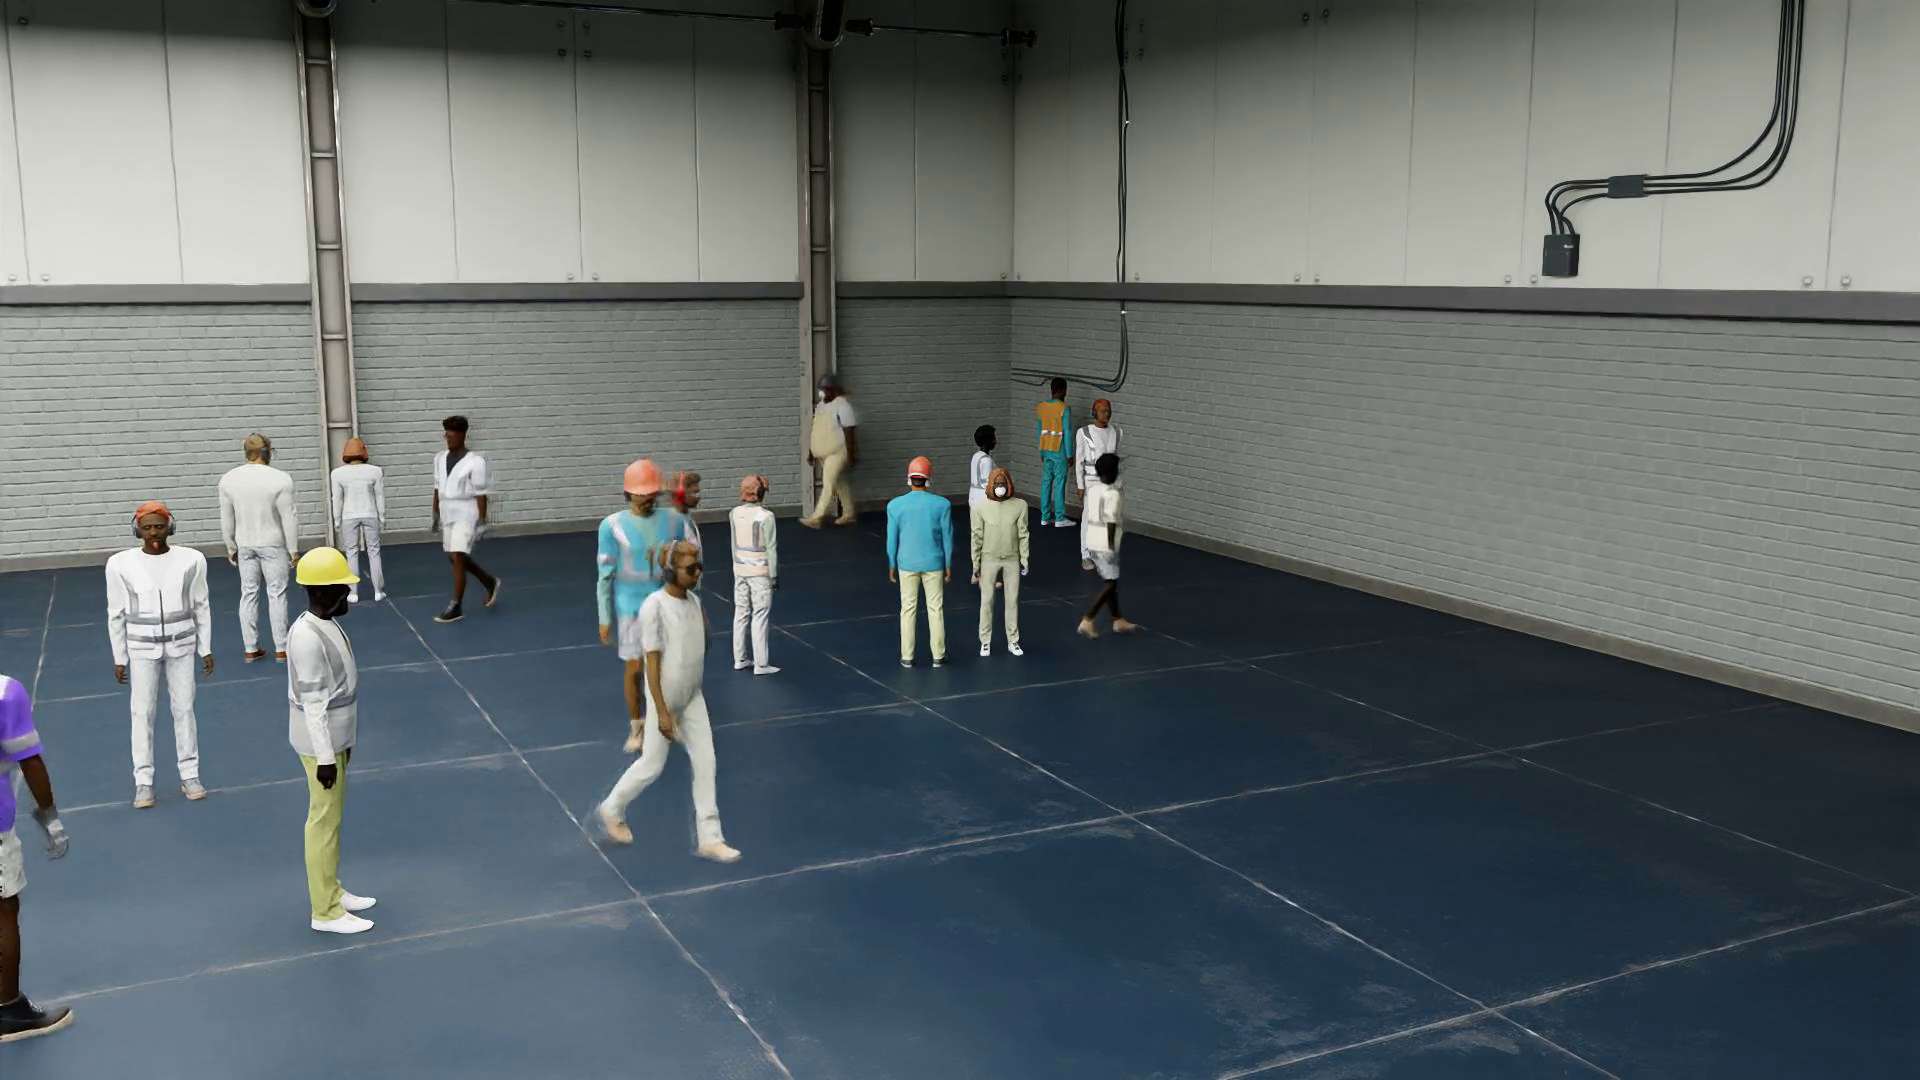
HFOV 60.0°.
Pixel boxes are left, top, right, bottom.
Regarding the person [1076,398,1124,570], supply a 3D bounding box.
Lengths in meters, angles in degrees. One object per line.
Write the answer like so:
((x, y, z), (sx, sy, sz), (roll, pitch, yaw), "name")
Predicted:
((1.544, -0.617, 18.312), (0.576, 1.884, 0.354), (-4, 10, -23), "person")

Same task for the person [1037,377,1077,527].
((1.223, -1.127, 21.368), (0.391, 1.914, 0.587), (-8, 12, -40), "person")

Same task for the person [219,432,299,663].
((-5.841, 0.069, 13.919), (0.632, 1.936, 0.359), (1, 9, 4), "person")

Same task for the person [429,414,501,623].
((-4.693, -0.233, 15.761), (0.610, 1.945, 0.849), (6, 11, 33), "person")

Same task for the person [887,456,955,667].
((-0.324, 0.183, 13.776), (0.560, 1.753, 0.328), (0, 9, 1), "person")

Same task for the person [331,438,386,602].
((-5.951, -0.197, 16.491), (0.498, 1.633, 0.279), (-4, 10, -21), "person")

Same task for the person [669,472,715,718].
((-2.025, 0.411, 12.148), (0.435, 1.827, 0.583), (1, 9, 4), "person")

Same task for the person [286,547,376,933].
((-3.142, 0.987, 8.297), (0.367, 1.928, 0.584), (-3, 10, -15), "person")

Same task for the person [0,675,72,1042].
((-4.183, 1.185, 7.034), (0.715, 1.944, 0.378), (-2, 9, -12), "person")

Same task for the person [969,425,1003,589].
((0.259, -0.347, 17.226), (0.318, 1.697, 0.535), (-2, 10, -15), "person")

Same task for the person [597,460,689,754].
((-2.114, 0.453, 11.369), (0.748, 2.013, 0.529), (-5, 11, -30), "person")

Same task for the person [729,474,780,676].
((-1.672, 0.284, 13.542), (0.517, 1.633, 0.311), (8, 12, 41), "person")

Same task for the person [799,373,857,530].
((-1.690, -1.172, 21.247), (1.024, 2.000, 0.704), (-7, 12, -37), "person")

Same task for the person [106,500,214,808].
((-4.913, 0.692, 10.251), (0.576, 1.882, 0.362), (-6, 11, -31), "person")

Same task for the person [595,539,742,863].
((-1.660, 0.881, 9.291), (0.877, 1.820, 0.500), (5, 11, 30), "person")

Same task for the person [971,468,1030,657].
((0.341, 0.190, 14.144), (0.499, 1.627, 0.279), (-1, 9, -9), "person")

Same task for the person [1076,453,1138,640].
((1.336, 0.055, 14.881), (0.744, 1.655, 0.572), (-4, 10, -23), "person")
